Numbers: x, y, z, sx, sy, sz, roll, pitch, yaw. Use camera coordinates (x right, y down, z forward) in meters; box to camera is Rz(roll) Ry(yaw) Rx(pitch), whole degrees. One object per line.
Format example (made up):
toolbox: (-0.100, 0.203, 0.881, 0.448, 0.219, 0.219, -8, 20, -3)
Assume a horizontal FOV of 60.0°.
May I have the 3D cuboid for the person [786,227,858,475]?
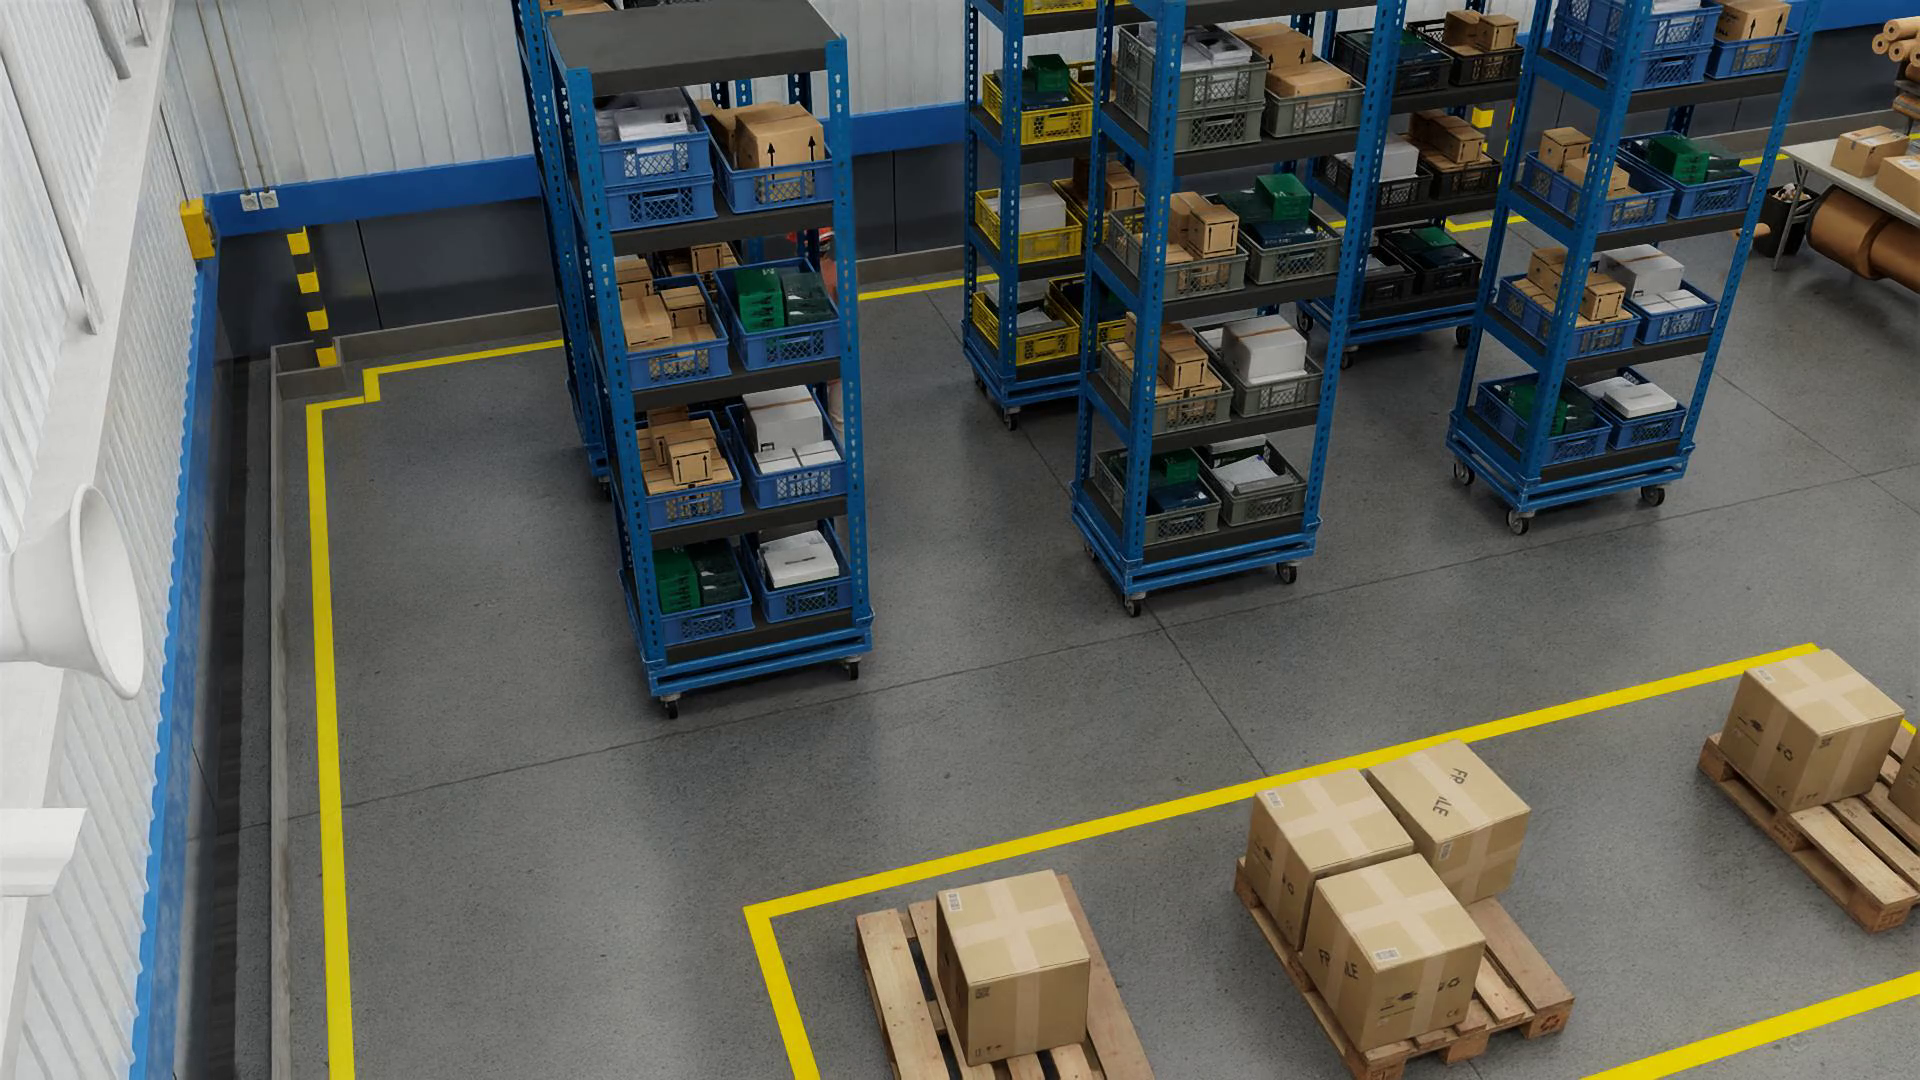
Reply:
person: (-0.848, -1.058, 10.067, 0.412, 1.979, 0.628, 22, 41, 28)
